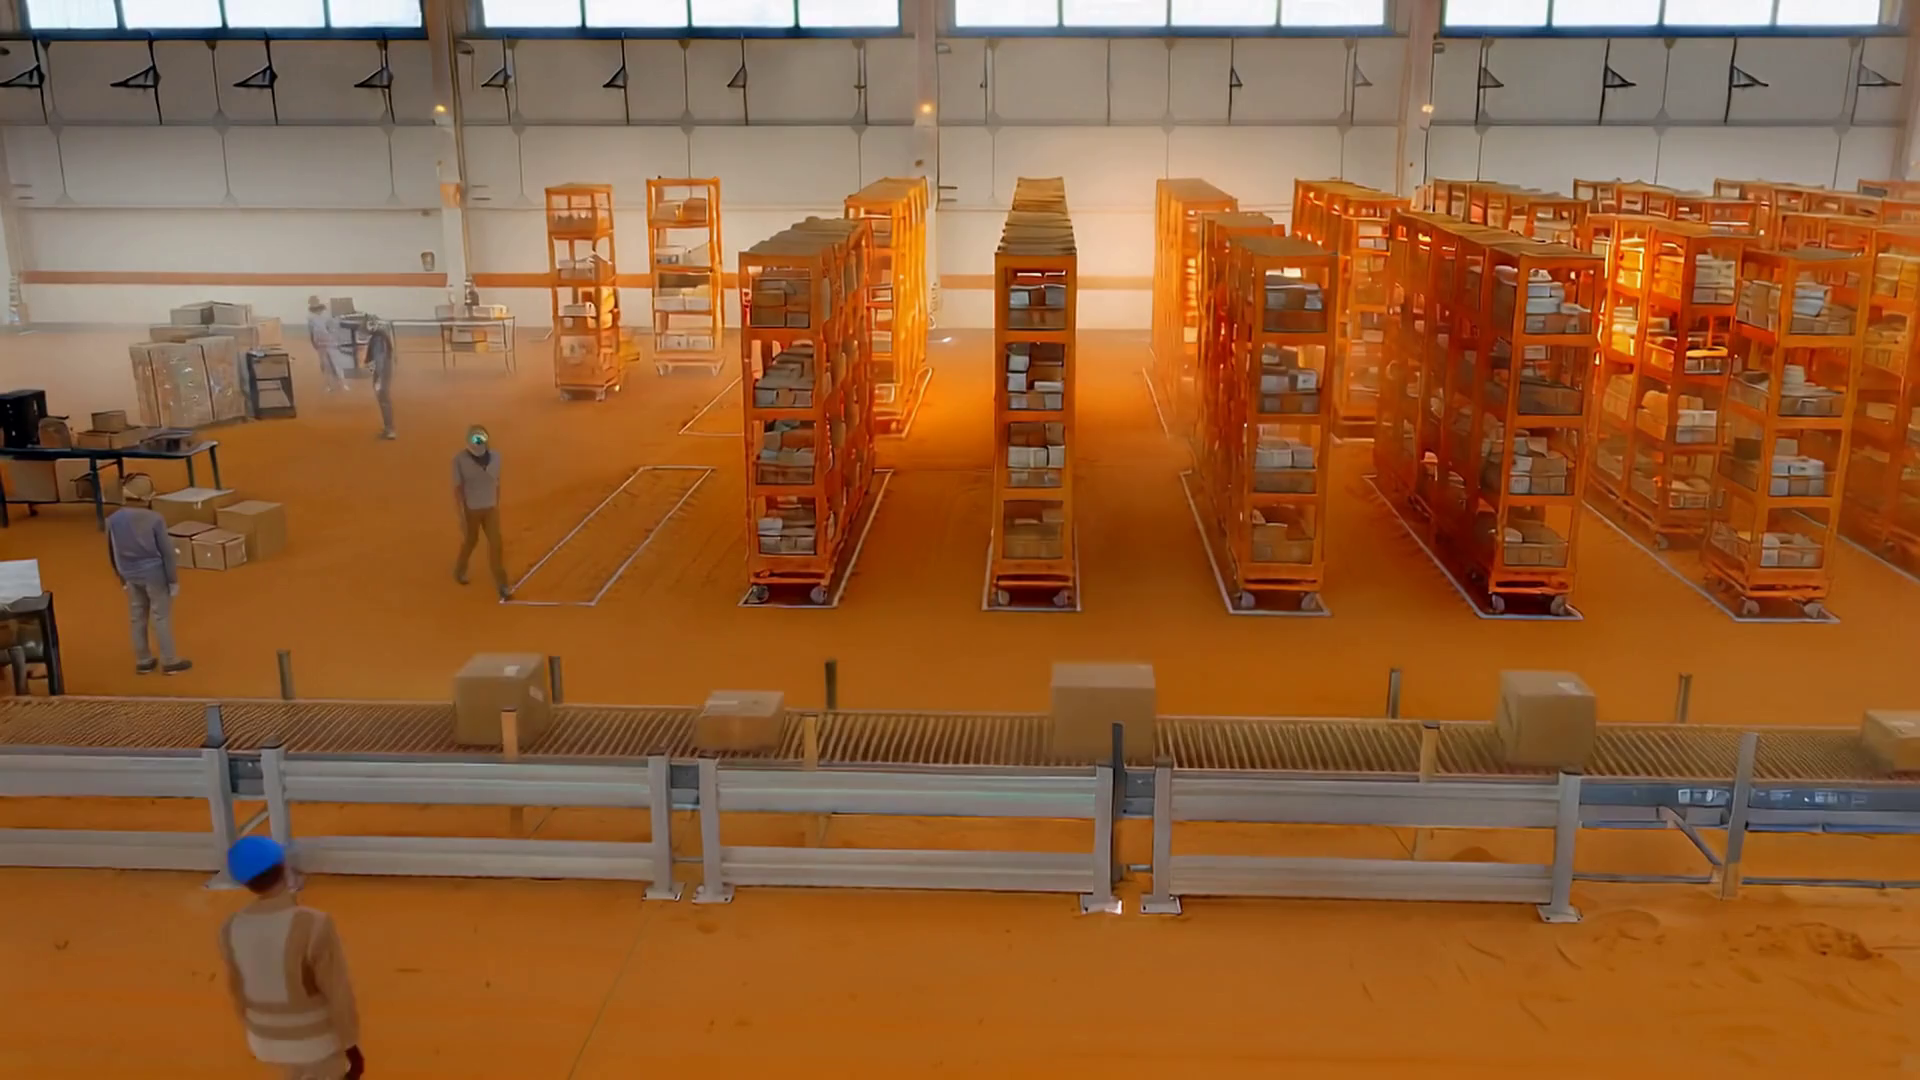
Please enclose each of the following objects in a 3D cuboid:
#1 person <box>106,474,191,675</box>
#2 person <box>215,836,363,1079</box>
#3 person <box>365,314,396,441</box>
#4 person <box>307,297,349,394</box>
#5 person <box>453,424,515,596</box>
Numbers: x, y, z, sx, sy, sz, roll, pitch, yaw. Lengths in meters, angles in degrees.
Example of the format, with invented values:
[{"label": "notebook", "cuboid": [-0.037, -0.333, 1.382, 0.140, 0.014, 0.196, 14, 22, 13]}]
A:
[{"label": "person", "cuboid": [-7.269, 0.313, 14.905, 0.599, 1.830, 0.404, 3, 15, 11]}, {"label": "person", "cuboid": [-3.031, 2.267, 7.534, 0.717, 1.901, 0.387, 5, 16, 19]}, {"label": "person", "cuboid": [-8.724, -2.448, 25.027, 0.409, 1.903, 0.638, -3, 15, -12]}, {"label": "person", "cuboid": [-10.979, -3.368, 28.803, 0.524, 1.703, 0.569, 3, 15, 10]}, {"label": "person", "cuboid": [-5.058, -0.342, 17.397, 0.916, 1.810, 0.578, 13, 20, 39]}]
